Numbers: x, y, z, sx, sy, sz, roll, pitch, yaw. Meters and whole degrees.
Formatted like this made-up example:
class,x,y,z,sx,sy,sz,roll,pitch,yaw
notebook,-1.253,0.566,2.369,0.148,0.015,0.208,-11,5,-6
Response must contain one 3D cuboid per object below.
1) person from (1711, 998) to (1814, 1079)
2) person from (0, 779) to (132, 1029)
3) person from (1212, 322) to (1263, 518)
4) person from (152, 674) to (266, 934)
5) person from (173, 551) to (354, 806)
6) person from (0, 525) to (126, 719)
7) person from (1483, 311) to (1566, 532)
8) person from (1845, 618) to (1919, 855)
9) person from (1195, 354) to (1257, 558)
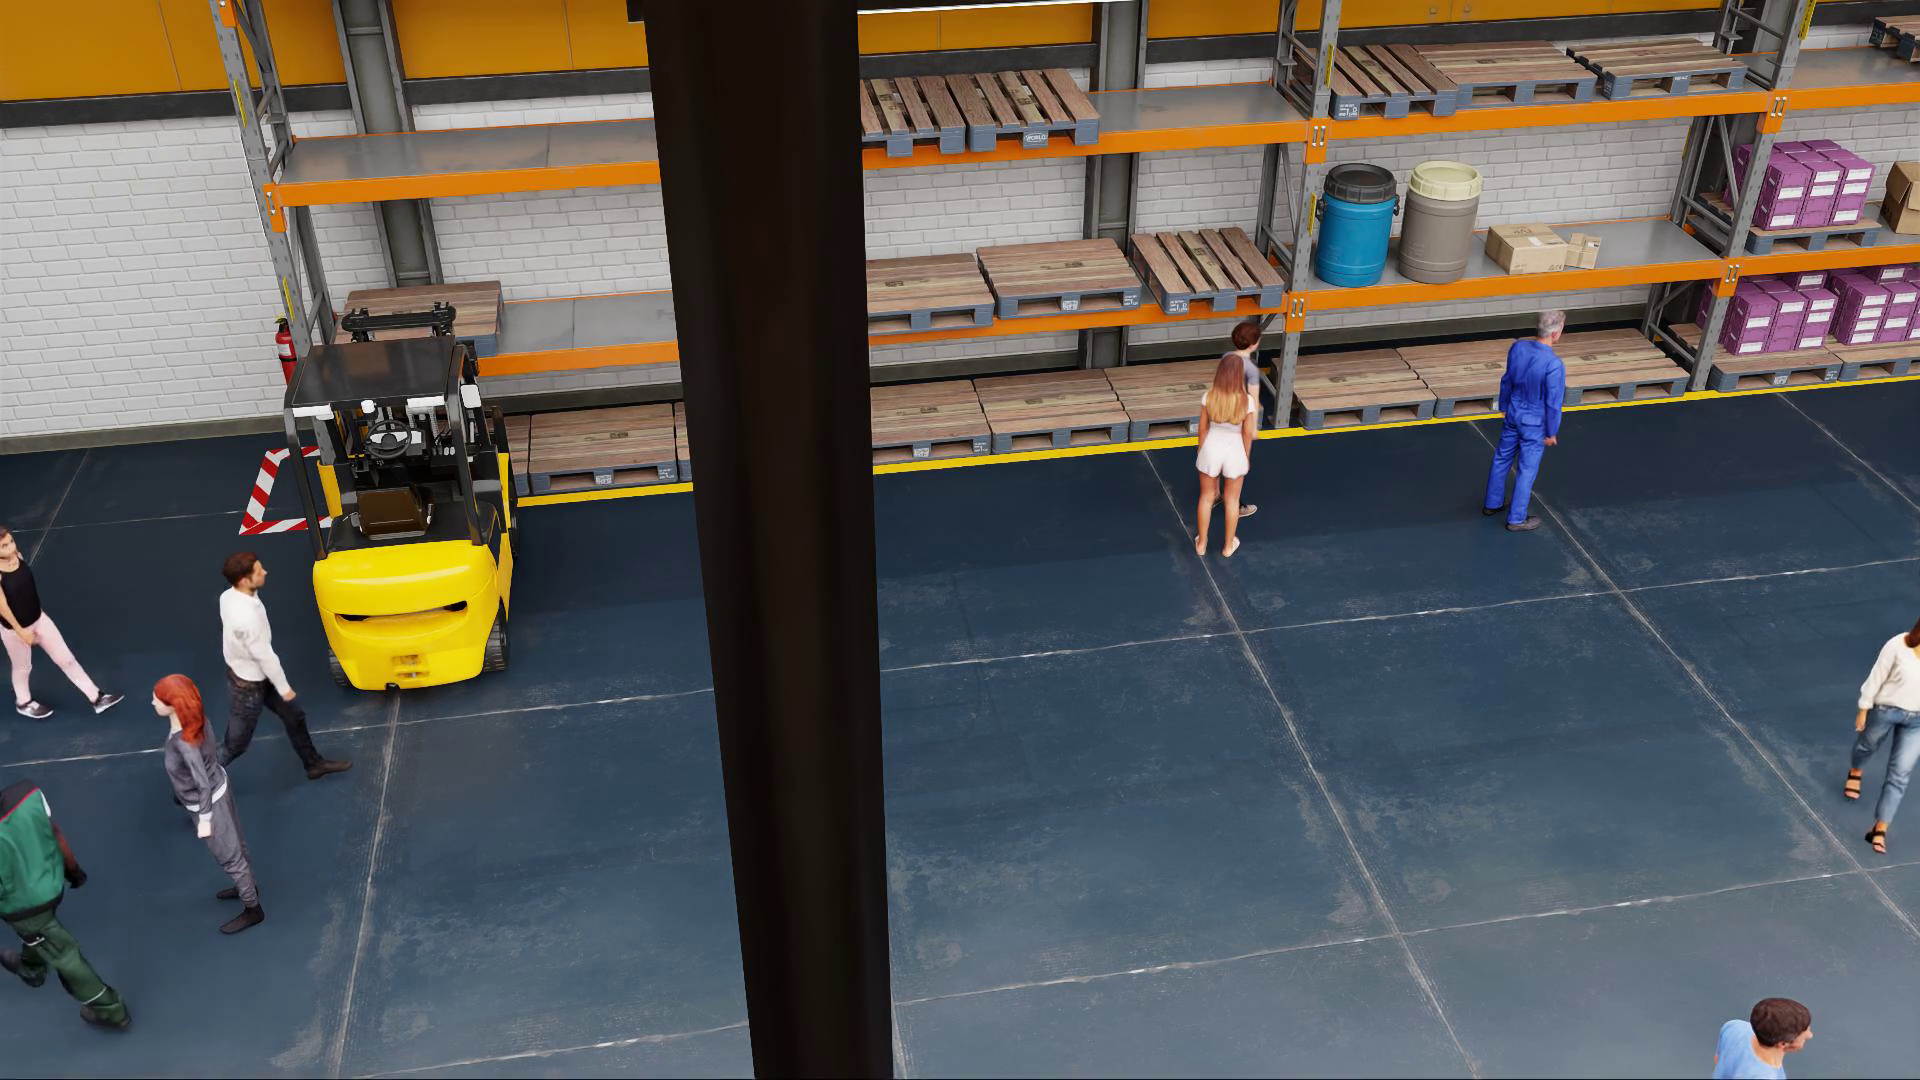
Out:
class,x,y,z,sx,sy,sz,roll,pitch,yaw
person,3.435,2.712,7.455,0.624,1.864,0.686,1,34,1
person,-4.822,1.903,8.744,1.304,1.784,1.109,11,35,17
person,2.168,-0.956,13.167,0.659,1.650,0.664,-20,39,-27
person,-4.245,1.470,9.400,0.569,1.779,0.623,-13,36,-19
person,-4.449,0.944,10.176,1.351,1.798,0.885,-15,36,-21
person,-6.244,0.568,10.992,1.061,1.519,0.792,8,34,12
person,4.427,-0.942,12.987,0.673,1.826,0.781,-16,37,-22
person,5.745,1.021,10.198,1.102,1.643,1.056,13,36,18
person,1.995,-0.639,12.648,0.619,1.695,0.715,9,35,13
